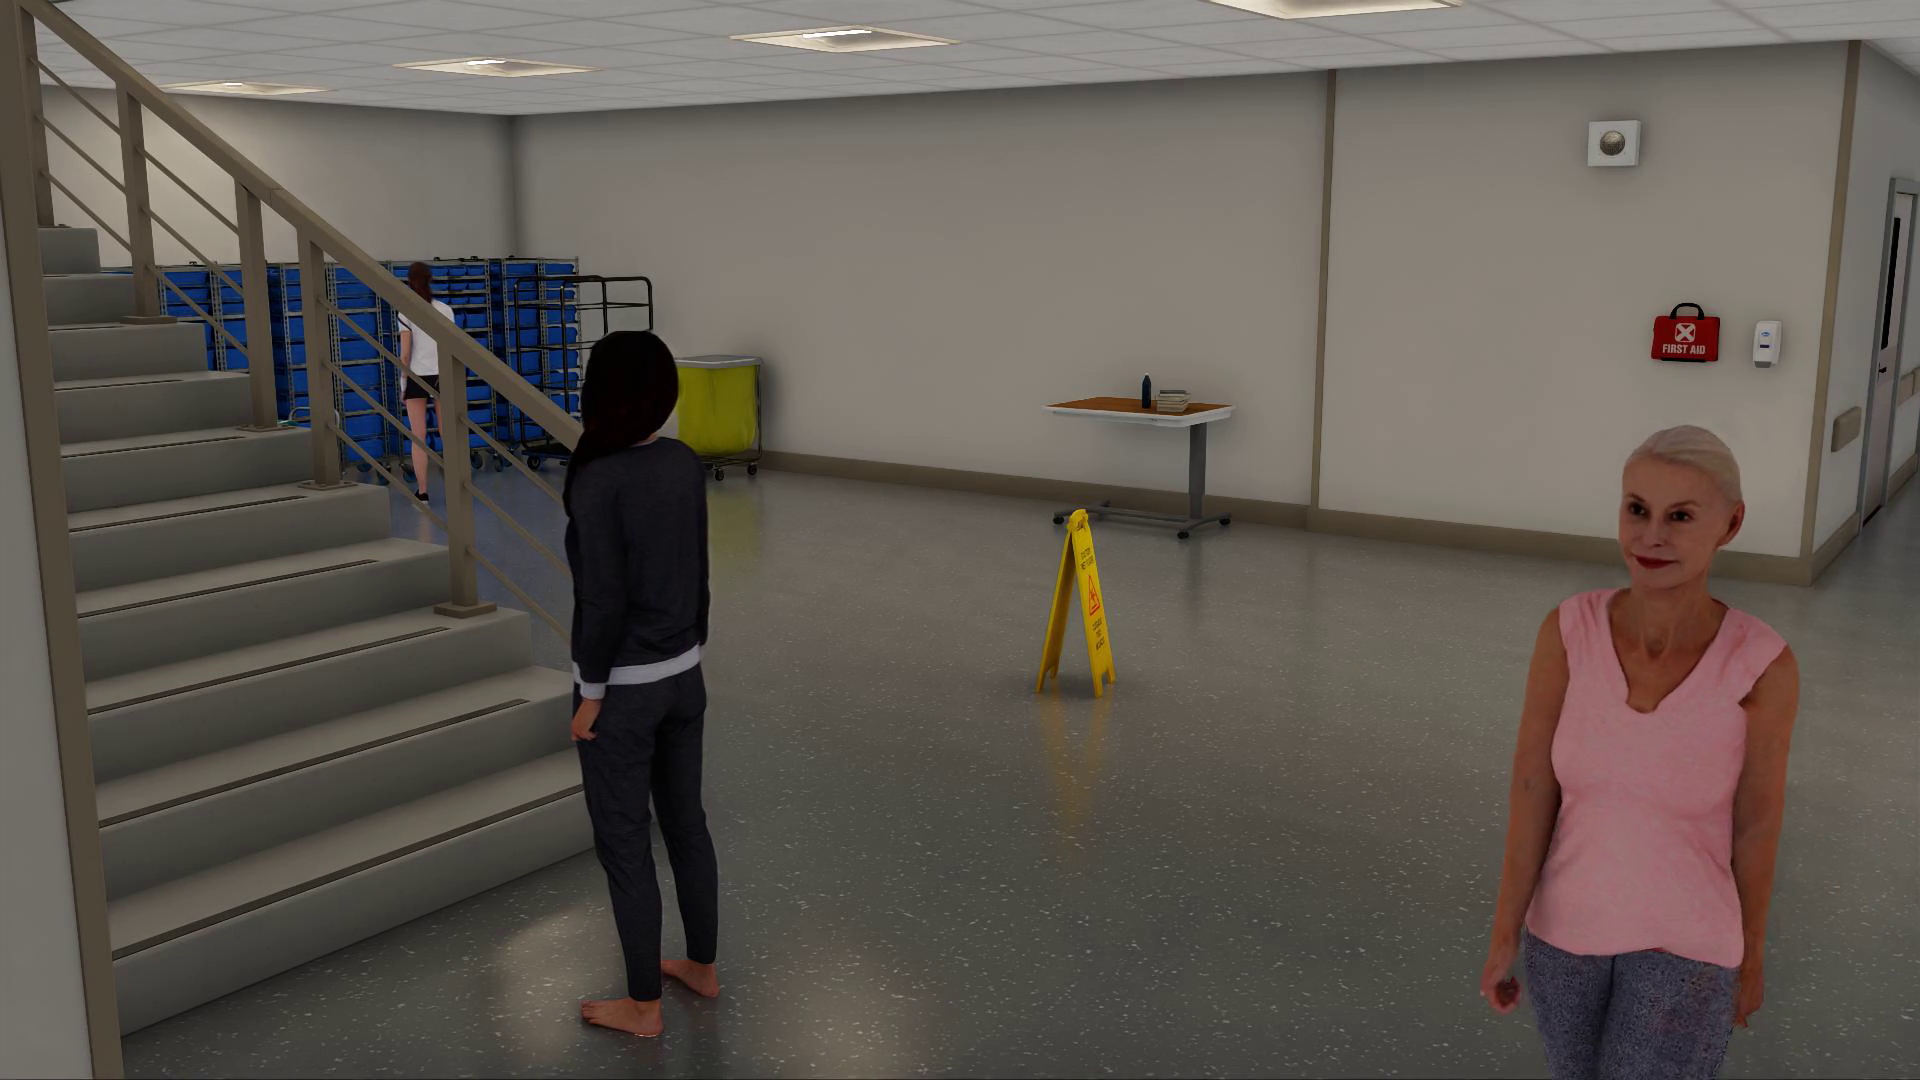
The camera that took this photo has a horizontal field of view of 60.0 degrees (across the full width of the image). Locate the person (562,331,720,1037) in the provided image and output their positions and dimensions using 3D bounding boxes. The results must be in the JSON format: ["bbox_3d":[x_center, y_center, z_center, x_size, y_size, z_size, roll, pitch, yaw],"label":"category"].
[{"bbox_3d":[-0.797,0.352,4.201,0.533,1.768,0.633,6,12,29],"label":"person"}]

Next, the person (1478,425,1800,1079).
[{"bbox_3d":[1.132,0.662,2.758,1.089,1.697,0.715,10,15,43],"label":"person"}]

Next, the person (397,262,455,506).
[{"bbox_3d":[-3.867,-1.138,12.102,0.661,1.750,0.673,-6,12,-27],"label":"person"}]
